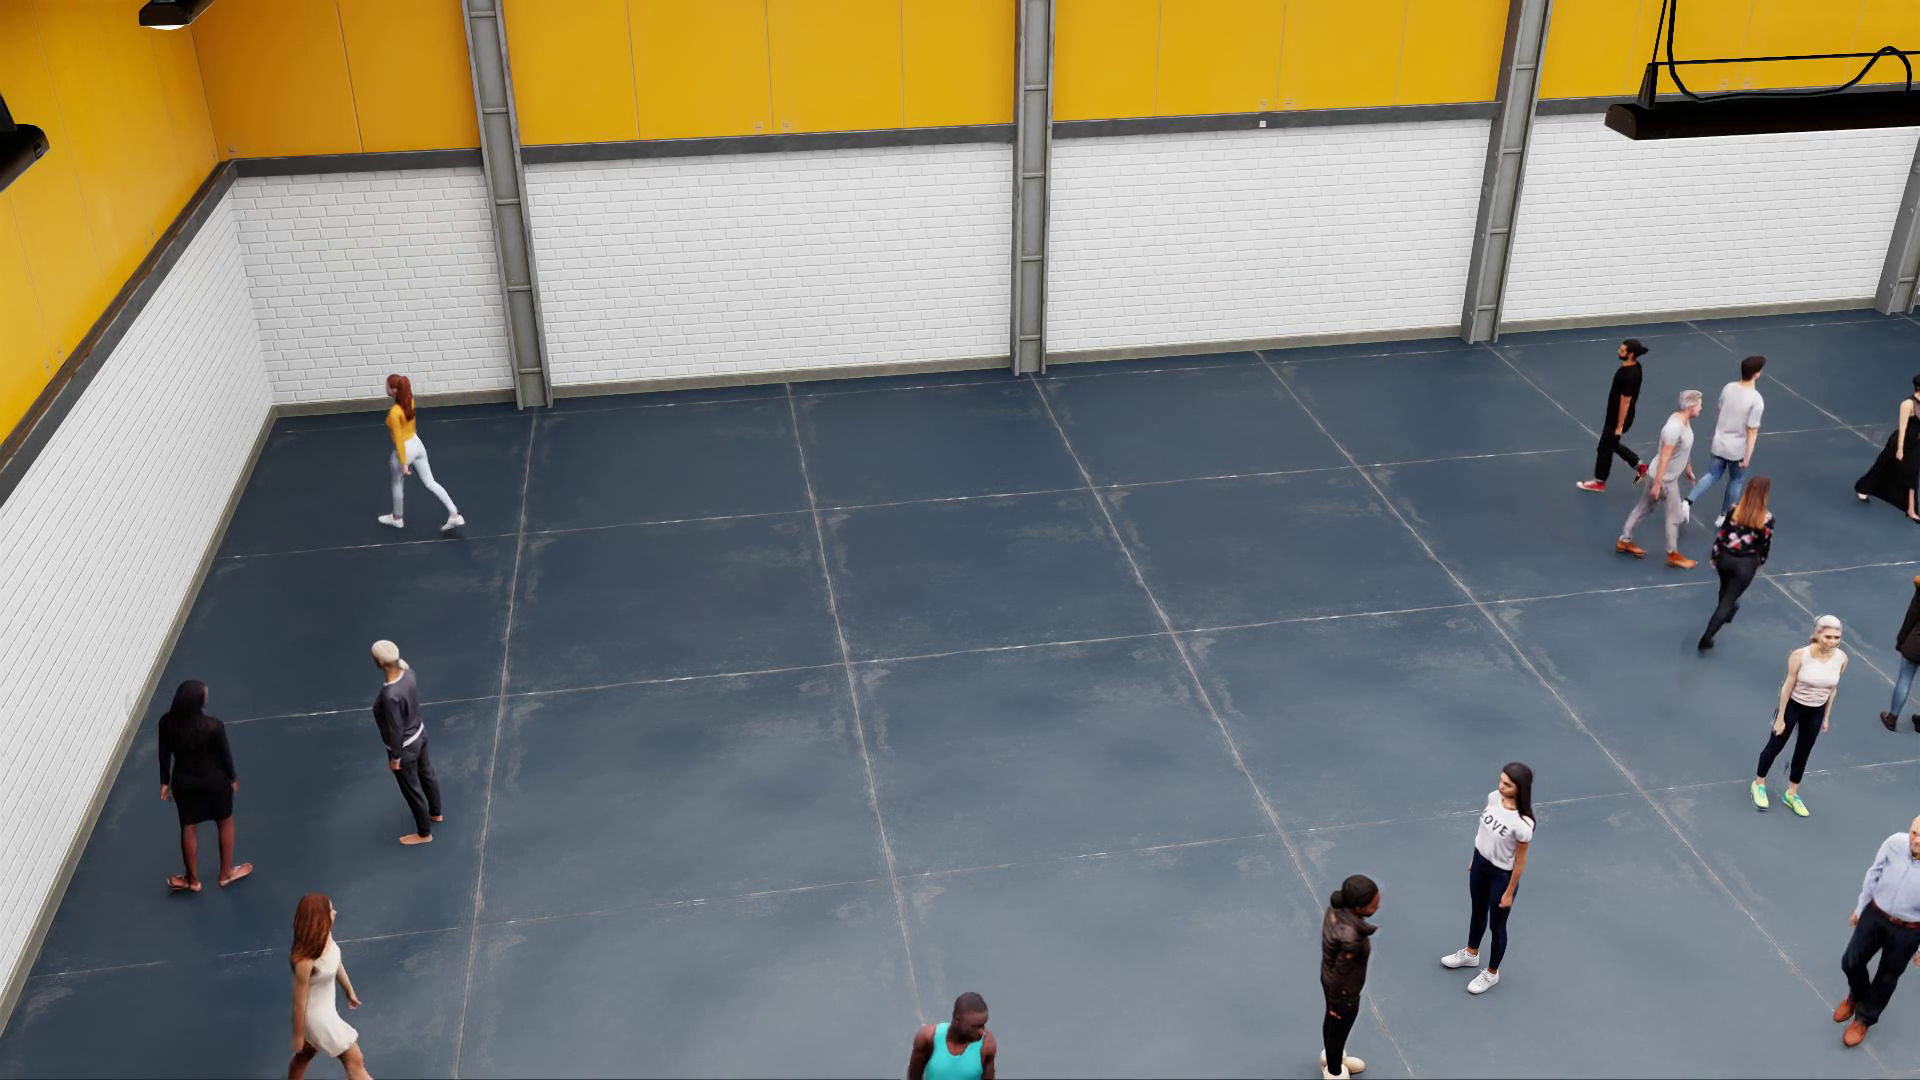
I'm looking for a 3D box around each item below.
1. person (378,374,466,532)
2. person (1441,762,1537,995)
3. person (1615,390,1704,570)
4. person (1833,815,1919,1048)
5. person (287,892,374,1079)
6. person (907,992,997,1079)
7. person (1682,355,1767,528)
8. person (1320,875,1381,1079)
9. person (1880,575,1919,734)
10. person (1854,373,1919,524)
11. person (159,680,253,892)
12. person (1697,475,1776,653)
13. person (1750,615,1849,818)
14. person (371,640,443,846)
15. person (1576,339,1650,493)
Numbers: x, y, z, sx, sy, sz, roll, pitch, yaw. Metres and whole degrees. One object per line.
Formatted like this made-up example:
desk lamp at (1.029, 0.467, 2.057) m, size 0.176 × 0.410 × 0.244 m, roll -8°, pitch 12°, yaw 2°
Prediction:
person at (-5.406, -0.830, 16.593) m, size 1.266 × 1.709 × 0.942 m, roll 7°, pitch 29°, yaw 13°
person at (3.540, 2.200, 10.968) m, size 0.574 × 1.776 × 0.623 m, roll -10°, pitch 30°, yaw -18°
person at (6.729, -0.626, 16.141) m, size 1.151 × 1.782 × 1.048 m, roll 14°, pitch 32°, yaw 24°
person at (5.952, 2.420, 10.555) m, size 0.821 × 1.785 × 0.785 m, roll -23°, pitch 36°, yaw -36°
person at (-3.917, 2.836, 9.924) m, size 1.105 × 1.658 × 0.627 m, roll 0°, pitch 29°, yaw -1°
person at (-0.088, 3.139, 9.246) m, size 0.701 × 1.775 × 0.936 m, roll 10°, pitch 30°, yaw 17°
person at (7.647, -0.945, 16.637) m, size 1.108 × 1.867 × 0.862 m, roll -13°, pitch 31°, yaw -22°
person at (2.315, 2.713, 10.146) m, size 0.618 × 1.661 × 0.686 m, roll -5°, pitch 29°, yaw -8°
person at (7.937, 0.837, 13.618) m, size 0.639 × 1.629 × 0.759 m, roll 6°, pitch 29°, yaw 10°
person at (9.605, -0.993, 17.049) m, size 1.044 × 1.559 × 0.851 m, roll -13°, pitch 31°, yaw -23°
person at (-5.469, 1.763, 11.844) m, size 0.515 × 1.704 × 0.872 m, roll -7°, pitch 29°, yaw -13°
person at (6.828, 0.254, 14.684) m, size 1.157 × 1.634 × 0.938 m, roll -24°, pitch 36°, yaw -36°
person at (6.411, 1.293, 12.703) m, size 0.601 × 1.707 × 0.707 m, roll -1°, pitch 29°, yaw -1°
person at (-4.107, 1.474, 12.349) m, size 0.608 × 1.727 × 0.657 m, roll 3°, pitch 29°, yaw 5°
person at (6.965, -1.261, 17.352) m, size 1.060 × 1.738 × 0.910 m, roll 10°, pitch 30°, yaw 18°
